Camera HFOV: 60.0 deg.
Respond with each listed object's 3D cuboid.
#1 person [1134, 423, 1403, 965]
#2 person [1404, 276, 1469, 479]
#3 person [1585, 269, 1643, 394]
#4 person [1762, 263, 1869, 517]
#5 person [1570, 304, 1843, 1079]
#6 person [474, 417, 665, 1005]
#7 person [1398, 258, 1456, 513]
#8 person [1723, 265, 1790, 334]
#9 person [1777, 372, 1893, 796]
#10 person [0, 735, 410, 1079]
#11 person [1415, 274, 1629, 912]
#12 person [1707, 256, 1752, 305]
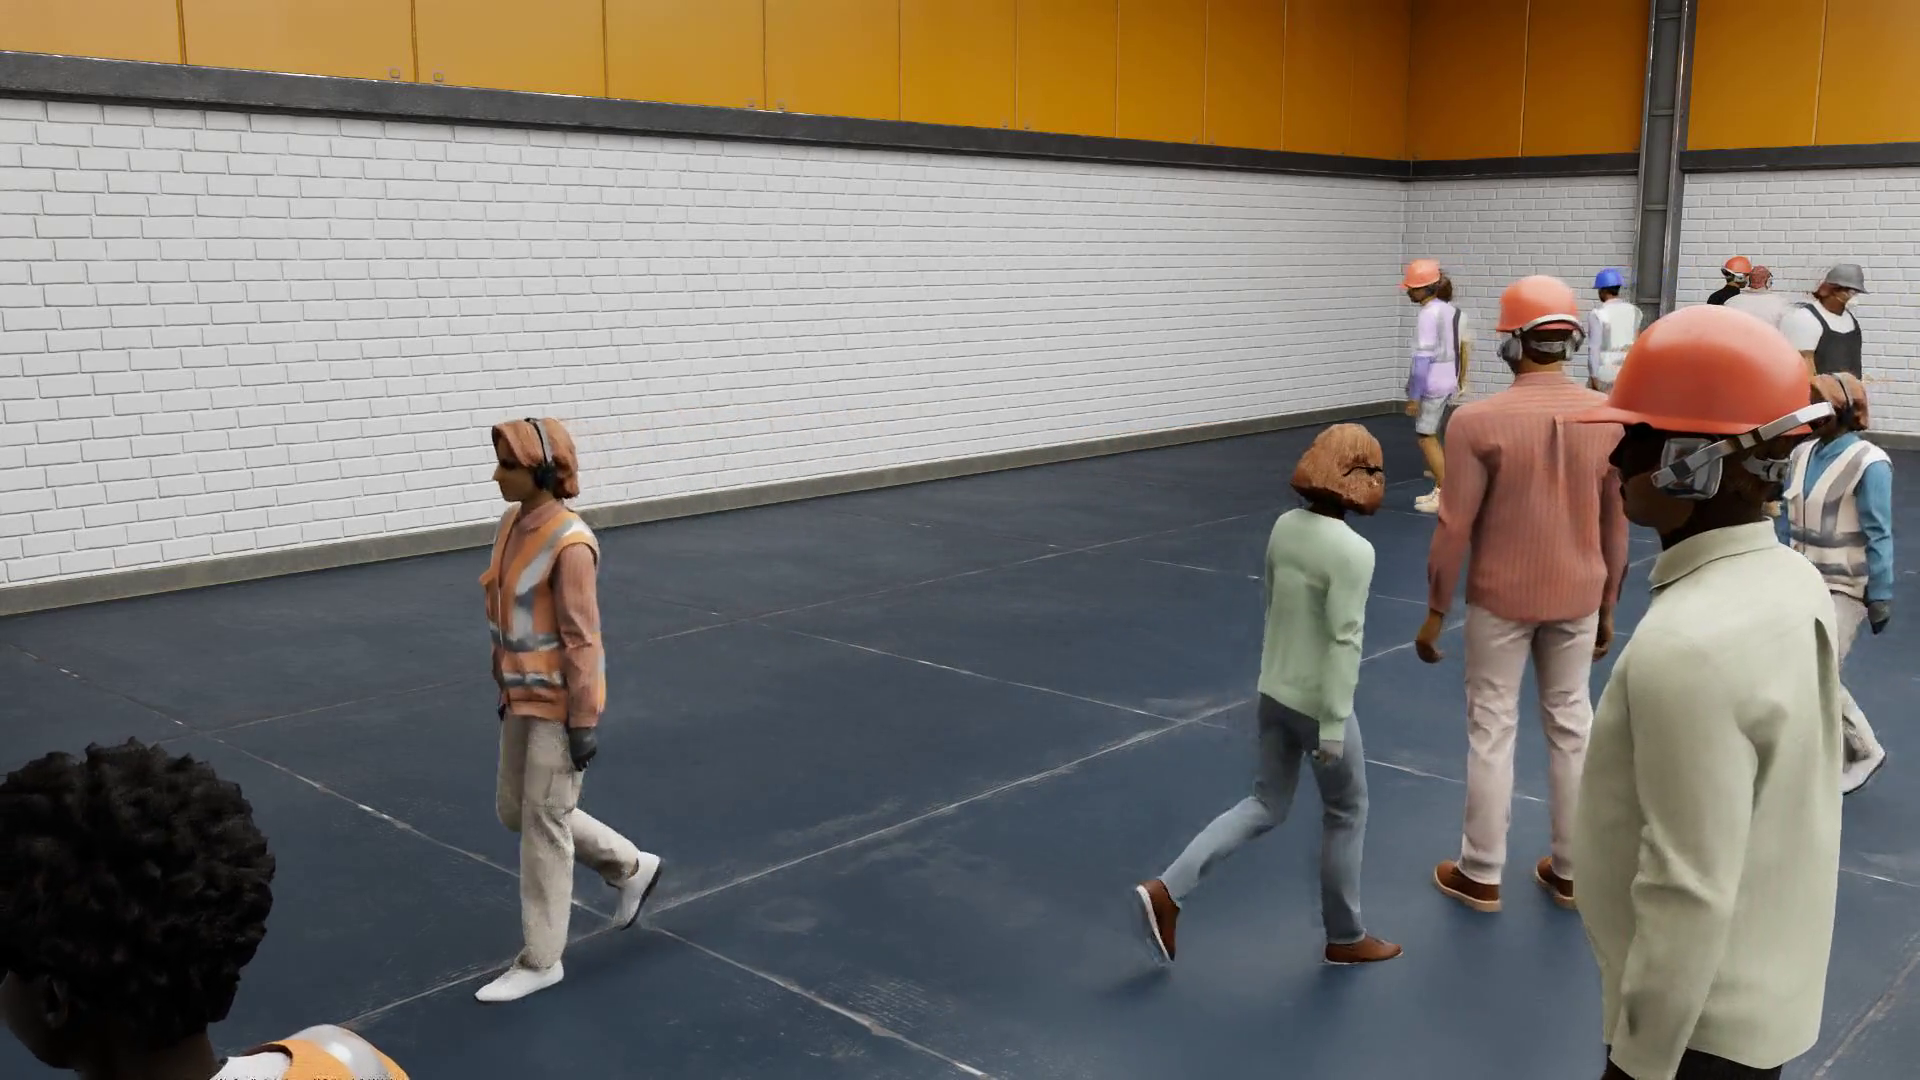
[{"bbox_3d":[0.906,0.462,4.712,0.764,1.600,0.519,-3,11,-19],"label":"person"},{"bbox_3d":[4.289,-1.451,14.969,0.520,1.829,0.469,-4,11,-21],"label":"person"},{"bbox_3d":[6.089,-1.580,15.541,0.590,1.889,1.037,-2,10,-13],"label":"person"},{"bbox_3d":[6.495,-1.131,12.518,0.675,2.000,1.069,-3,10,-16],"label":"person"},{"bbox_3d":[1.059,0.660,2.453,0.393,1.995,0.612,7,12,36],"label":"person"},{"bbox_3d":[-1.113,0.457,4.647,0.535,1.623,0.527,-7,12,-33],"label":"person"},{"bbox_3d":[3.652,-1.186,12.965,0.514,1.995,0.665,5,11,26],"label":"person"},{"bbox_3d":[7.832,-1.746,16.410,0.651,1.905,0.409,7,12,36],"label":"person"},{"bbox_3d":[3.221,0.187,6.188,0.363,1.620,0.538,-1,10,-5],"label":"person"},{"bbox_3d":[-0.628,0.995,1.421,0.320,1.690,0.524,3,10,15],"label":"person"},{"bbox_3d":[1.760,0.178,5.202,0.654,1.993,0.396,-1,10,-6],"label":"person"},{"bbox_3d":[7.805,-1.874,16.889,0.399,1.989,0.622,-2,10,-11],"label":"person"}]
